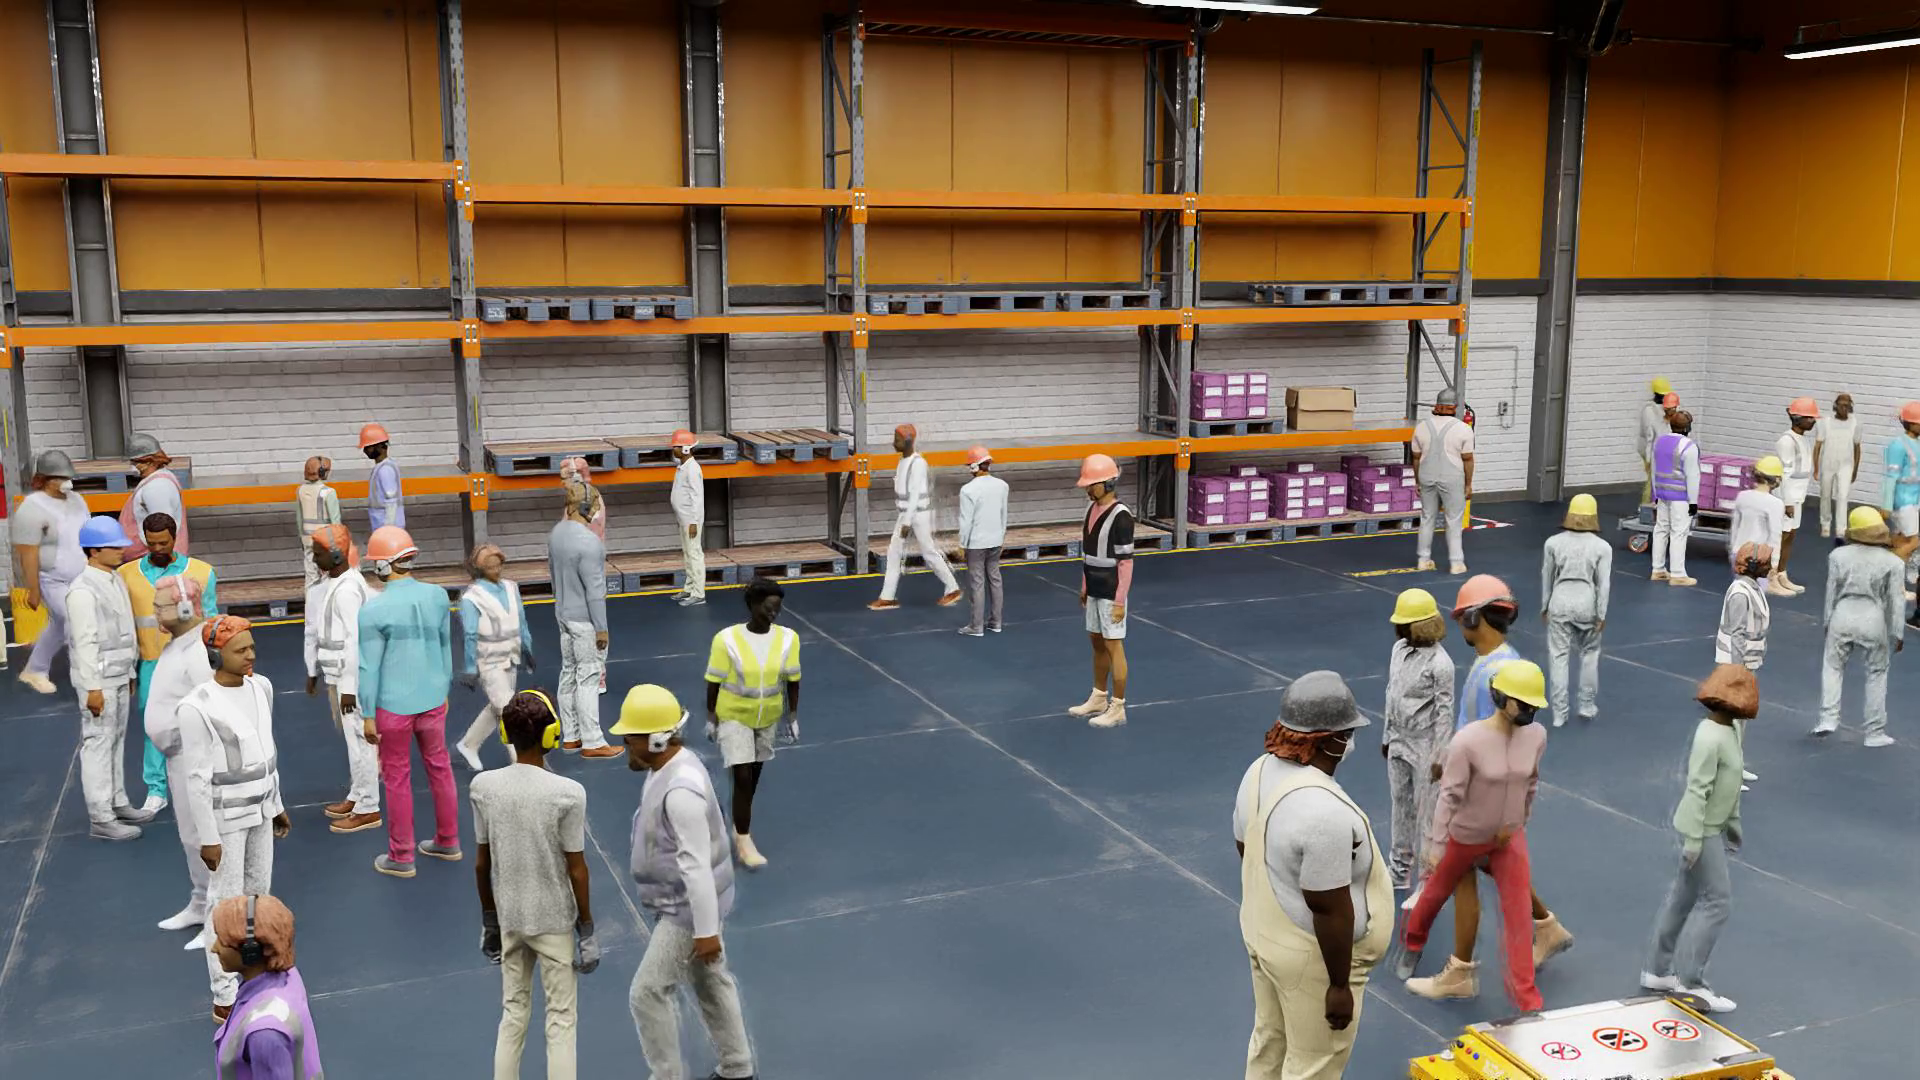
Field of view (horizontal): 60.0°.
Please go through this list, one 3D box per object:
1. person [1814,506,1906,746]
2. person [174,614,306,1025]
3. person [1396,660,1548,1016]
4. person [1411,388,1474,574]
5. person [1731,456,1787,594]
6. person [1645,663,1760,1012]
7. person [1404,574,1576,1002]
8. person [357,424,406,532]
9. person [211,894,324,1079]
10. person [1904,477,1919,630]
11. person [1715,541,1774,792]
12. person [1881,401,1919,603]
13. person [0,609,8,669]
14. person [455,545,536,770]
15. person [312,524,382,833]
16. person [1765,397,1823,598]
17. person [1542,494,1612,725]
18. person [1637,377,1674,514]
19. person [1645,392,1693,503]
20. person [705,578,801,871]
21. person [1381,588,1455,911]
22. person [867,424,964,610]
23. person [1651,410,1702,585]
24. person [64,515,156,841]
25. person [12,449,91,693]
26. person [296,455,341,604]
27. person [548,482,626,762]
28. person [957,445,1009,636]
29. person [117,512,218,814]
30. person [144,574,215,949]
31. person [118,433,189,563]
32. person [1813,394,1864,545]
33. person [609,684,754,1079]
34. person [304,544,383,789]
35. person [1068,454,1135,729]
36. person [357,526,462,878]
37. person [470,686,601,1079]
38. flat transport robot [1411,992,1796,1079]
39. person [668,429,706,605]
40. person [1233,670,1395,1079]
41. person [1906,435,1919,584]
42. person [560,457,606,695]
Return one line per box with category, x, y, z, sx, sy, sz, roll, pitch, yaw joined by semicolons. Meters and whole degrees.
person;6.388;0.624;11.779;0.543;1.719;0.415;9;13;42
person;-3.274;1.266;7.576;0.355;1.882;0.576;2;10;11
person;2.396;1.339;7.663;0.565;1.705;0.964;-3;10;-15
person;5.320;-0.665;18.246;0.684;2.000;0.536;8;13;39
person;6.917;0.141;14.472;0.447;1.741;0.527;-3;10;-18
person;3.494;1.369;7.767;0.480;1.606;0.532;6;11;29
person;2.550;1.167;7.830;0.750;2.000;0.705;3;10;15
person;-5.333;-0.115;15.393;0.382;1.932;0.544;-4;11;-21
person;-2.045;1.837;4.977;0.314;1.642;0.514;-4;11;-21
person;9.006;-0.059;15.089;0.608;1.938;0.892;1;10;6
person;5.114;0.816;10.899;0.314;1.633;0.518;7;12;35
person;9.515;-0.384;16.668;0.457;2.029;0.615;7;12;35
person;-8.187;0.259;13.773;0.345;1.743;0.562;0;10;1
person;-3.080;0.810;11.008;0.802;1.595;0.525;4;11;21
person;-3.717;0.828;10.090;0.360;1.886;0.574;-4;11;-21
person;8.498;-0.437;16.951;0.400;2.040;0.610;9;13;43
person;4.600;0.505;12.435;0.489;1.723;0.658;5;11;26
person;9.045;-1.174;21.630;0.426;1.888;0.626;7;12;35
person;8.939;-0.998;21.033;0.557;1.743;0.362;9;13;43
person;-1.166;1.031;9.532;0.548;1.660;0.696;-6;11;-30
person;2.418;1.108;8.901;0.318;1.739;0.485;-4;11;-21
person;-0.411;-0.226;16.319;0.964;1.846;0.580;-5;11;-26
person;7.575;-0.449;17.563;0.429;1.846;0.633;-3;10;-16
person;-5.112;0.815;9.983;0.405;1.948;0.605;-2;10;-9
person;-7.043;0.245;13.002;0.987;2.000;0.686;1;10;4
person;-5.884;0.042;15.324;0.524;1.639;0.308;5;11;28
person;-2.604;0.560;11.497;0.373;1.935;0.628;-8;13;-39
person;0.190;0.000;15.245;0.561;1.749;0.331;-9;13;-42
person;-4.924;0.765;10.374;0.590;1.915;0.392;-3;10;-16
person;-3.899;1.108;8.439;0.410;1.913;0.650;-7;12;-34
person;-6.675;0.114;13.754;0.537;2.000;0.675;-4;11;-21
person;10.572;-0.858;20.064;0.508;1.796;0.972;5;11;27
person;-1.156;1.460;6.730;0.664;1.794;0.602;-2;10;-12
person;-3.864;0.830;10.595;0.593;1.737;0.631;3;10;15
person;1.043;0.372;12.280;0.400;2.038;0.606;-4;11;-21
person;-3.133;0.901;9.391;0.406;1.986;0.620;7;12;35
person;-1.625;1.483;6.409;0.503;1.862;0.328;4;10;20
flat transport robot;2.680;2.184;6.925;1.431;0.197;0.652;-3;10;-18
person;-2.723;-0.230;16.563;0.335;1.753;0.563;-4;11;-21
person;1.292;1.458;6.011;0.536;2.000;0.677;-3;10;-14
person;10.226;-0.387;17.540;0.494;1.727;0.621;0;10;1
person;-2.993;0.289;13.155;0.406;1.903;0.637;-2;10;-12
